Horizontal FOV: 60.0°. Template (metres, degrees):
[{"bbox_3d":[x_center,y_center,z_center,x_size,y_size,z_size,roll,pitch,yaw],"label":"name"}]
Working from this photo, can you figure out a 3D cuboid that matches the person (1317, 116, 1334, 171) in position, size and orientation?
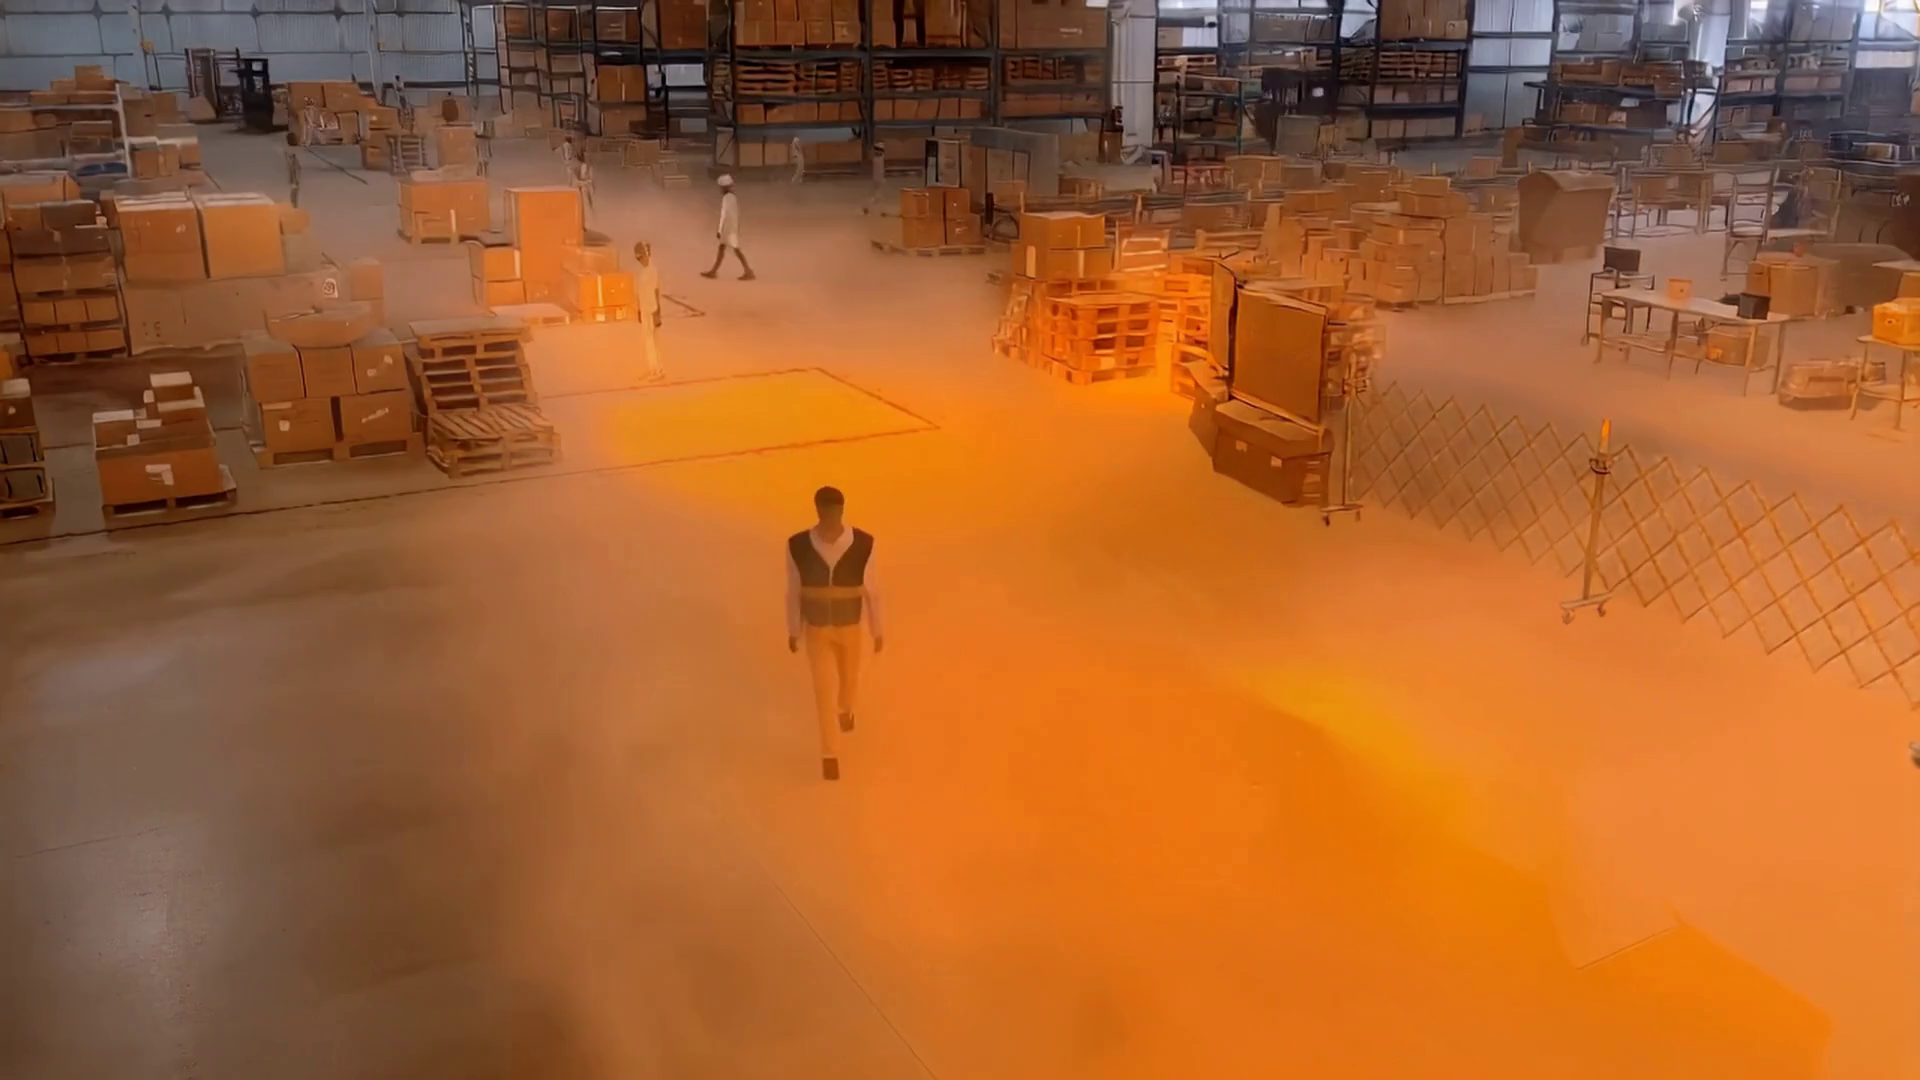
[{"bbox_3d":[10.979,-11.927,50.026,0.502,1.632,0.279,-3,18,-8],"label":"person"}]

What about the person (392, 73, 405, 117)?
[{"bbox_3d":[-25.309,-20.080,75.027,0.554,1.903,0.962,-2,18,-6],"label":"person"}]

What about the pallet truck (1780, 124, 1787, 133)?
[{"bbox_3d":[25.206,-12.542,52.601,1.601,1.201,0.680,0,18,-2],"label":"pallet truck"}]

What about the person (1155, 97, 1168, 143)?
[{"bbox_3d":[7.216,-15.180,60.138,0.542,1.649,0.896,10,21,29],"label":"person"}]

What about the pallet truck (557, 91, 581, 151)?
[{"bbox_3d":[-13.495,-14.412,57.188,0.823,1.965,1.885,-3,18,-9],"label":"pallet truck"}]

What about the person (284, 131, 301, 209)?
[{"bbox_3d":[-15.782,-8.680,39.387,0.381,1.956,0.606,-7,19,-20],"label":"person"}]

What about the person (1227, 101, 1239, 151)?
[{"bbox_3d":[9.450,-14.228,57.055,0.898,1.724,0.533,-15,23,-38],"label":"person"}]

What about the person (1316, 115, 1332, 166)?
[{"bbox_3d":[11.126,-12.151,50.765,0.508,1.619,0.629,-13,22,-34],"label":"person"}]

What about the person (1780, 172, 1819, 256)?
[{"bbox_3d":[15.678,-5.974,31.187,0.761,1.801,0.636,-9,20,-26],"label":"person"}]

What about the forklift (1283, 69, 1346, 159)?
[{"bbox_3d":[11.615,-13.871,54.079,1.129,2.768,1.873,-9,20,-27],"label":"forklift"}]

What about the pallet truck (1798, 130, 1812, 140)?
[{"bbox_3d":[25.526,-11.556,49.408,1.630,1.274,0.653,-9,20,-26],"label":"pallet truck"}]

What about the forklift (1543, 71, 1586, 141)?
[{"bbox_3d":[18.685,-13.231,52.085,1.873,2.768,1.129,-9,20,-26],"label":"forklift"}]

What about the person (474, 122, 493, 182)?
[{"bbox_3d":[-13.427,-10.942,46.883,0.334,1.686,0.532,15,23,39],"label":"person"}]

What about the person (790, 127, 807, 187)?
[{"bbox_3d":[-4.418,-10.440,45.387,0.437,1.626,0.530,-9,20,-27],"label":"person"}]

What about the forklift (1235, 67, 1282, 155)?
[{"bbox_3d":[10.222,-14.362,55.609,1.129,2.768,1.873,-9,20,-26],"label":"forklift"}]

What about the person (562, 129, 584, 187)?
[{"bbox_3d":[-9.469,-9.126,40.861,0.598,1.909,0.464,-15,23,-39],"label":"person"}]

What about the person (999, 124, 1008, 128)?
[{"bbox_3d":[1.076,-9.684,42.618,1.003,1.884,0.568,-10,20,-29],"label":"person"}]

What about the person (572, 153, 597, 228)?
[{"bbox_3d":[-8.402,-7.825,37.239,0.542,1.624,0.499,-2,18,-5],"label":"person"}]

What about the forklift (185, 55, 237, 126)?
[{"bbox_3d":[-31.232,-18.690,69.103,1.873,2.768,1.129,-9,20,-26],"label":"forklift"}]

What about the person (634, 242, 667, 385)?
[{"bbox_3d":[-4.067,-2.964,21.730,0.330,1.861,0.503,-16,24,-41],"label":"person"}]

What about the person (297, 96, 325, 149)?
[{"bbox_3d":[-22.654,-14.525,57.871,0.925,1.794,0.635,-6,19,-17],"label":"person"}]

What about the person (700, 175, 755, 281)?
[{"bbox_3d":[-4.187,-5.604,29.914,0.997,1.887,0.546,-1,18,-4],"label":"person"}]

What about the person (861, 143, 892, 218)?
[{"bbox_3d":[-1.953,-8.377,38.782,0.629,1.739,0.536,4,18,11],"label":"person"}]

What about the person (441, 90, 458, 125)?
[{"bbox_3d":[-17.894,-14.821,58.526,0.611,1.961,0.762,2,18,7],"label":"person"}]

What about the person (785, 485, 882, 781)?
[{"bbox_3d":[-0.818,0.517,10.830,0.610,1.892,0.906,-2,18,-6],"label":"person"}]

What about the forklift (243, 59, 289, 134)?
[{"bbox_3d":[-27.235,-17.286,64.724,1.129,2.768,1.873,7,19,21],"label":"forklift"}]

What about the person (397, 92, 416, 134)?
[{"bbox_3d":[-19.391,-14.712,58.268,0.595,1.914,0.384,-10,20,-27],"label":"person"}]
